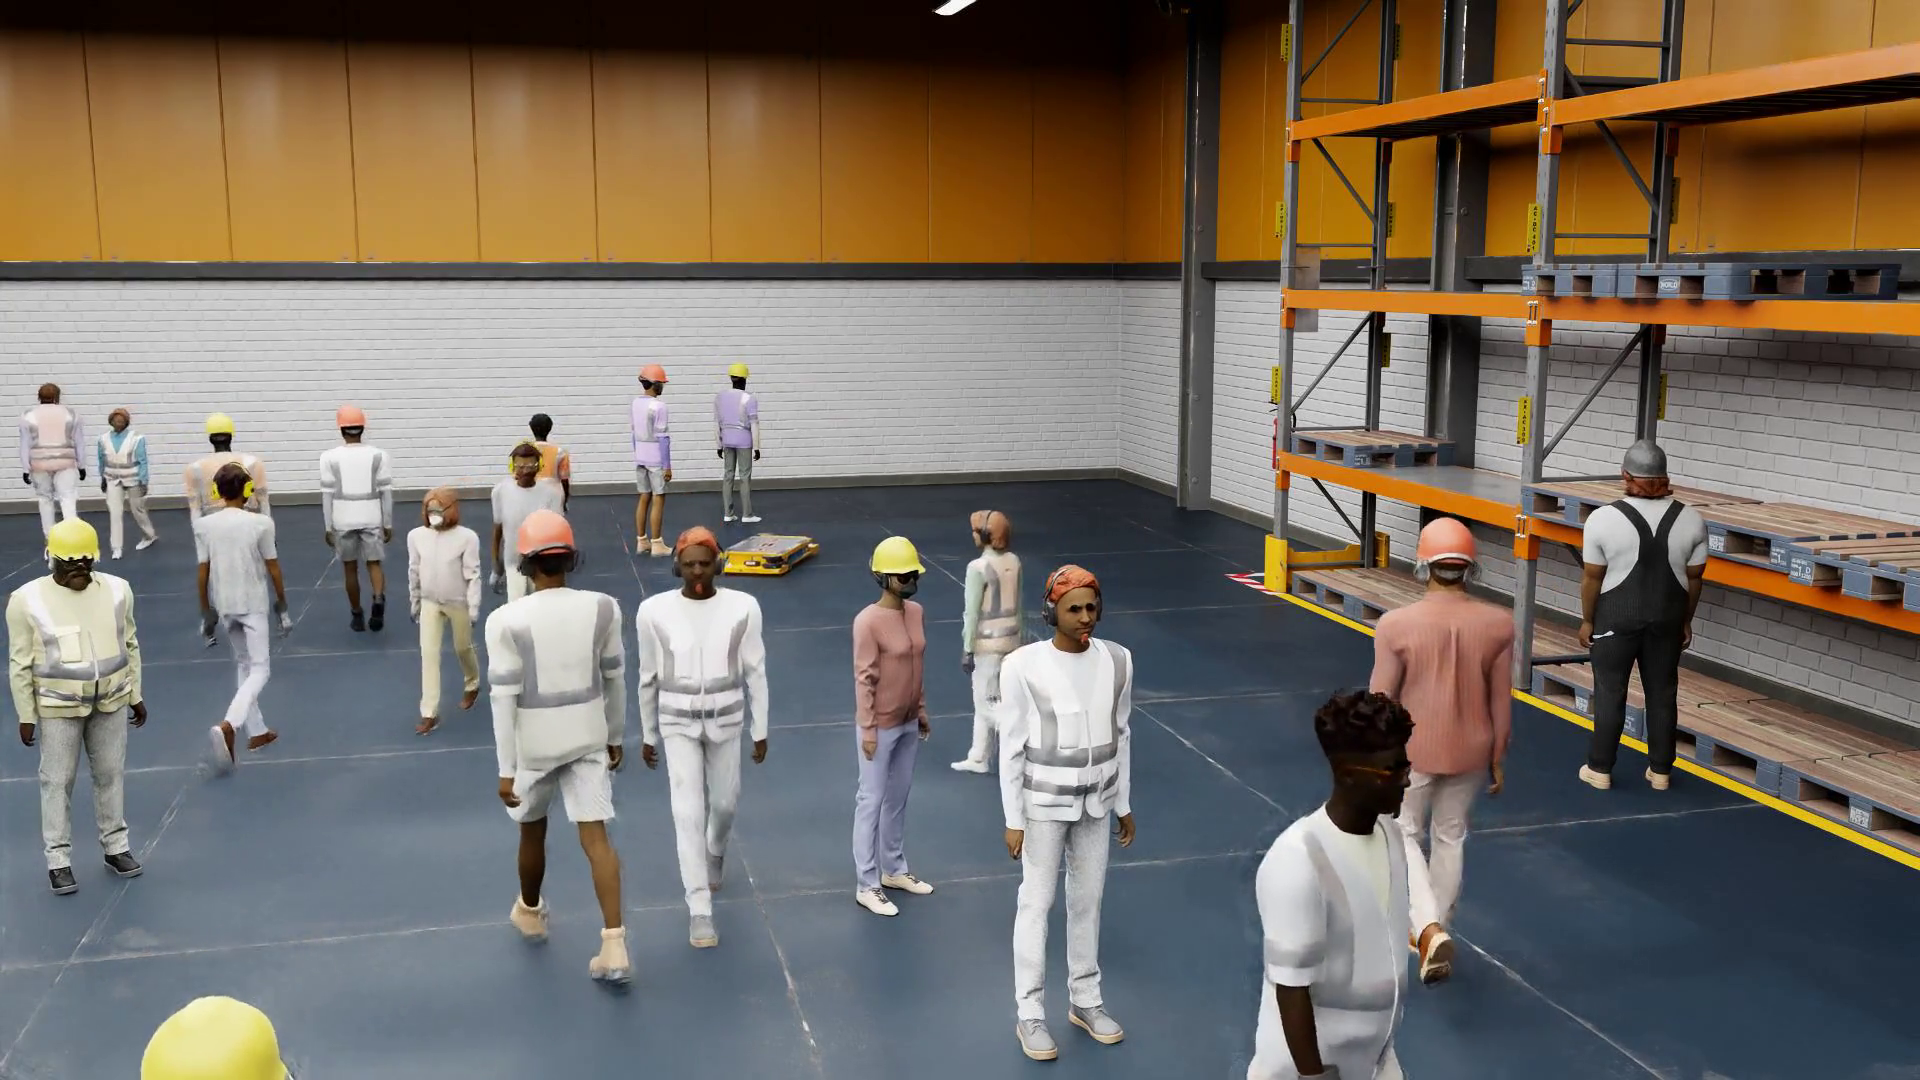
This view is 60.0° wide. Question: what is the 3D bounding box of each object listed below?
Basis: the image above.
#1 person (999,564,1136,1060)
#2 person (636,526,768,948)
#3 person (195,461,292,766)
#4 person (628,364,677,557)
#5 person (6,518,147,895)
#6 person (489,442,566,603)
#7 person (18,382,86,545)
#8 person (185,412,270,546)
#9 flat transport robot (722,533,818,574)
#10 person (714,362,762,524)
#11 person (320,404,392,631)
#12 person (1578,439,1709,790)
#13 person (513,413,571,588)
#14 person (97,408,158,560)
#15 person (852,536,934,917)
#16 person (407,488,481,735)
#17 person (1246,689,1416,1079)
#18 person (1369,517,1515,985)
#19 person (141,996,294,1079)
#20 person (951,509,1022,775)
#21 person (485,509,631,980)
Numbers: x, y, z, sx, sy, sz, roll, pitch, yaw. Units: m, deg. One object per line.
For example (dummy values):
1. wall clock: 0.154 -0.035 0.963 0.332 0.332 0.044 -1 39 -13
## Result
1. person: 0.418 1.030 6.385 0.576 1.882 0.355 -5 10 -27
2. person: -1.183 0.841 7.664 0.584 1.858 0.860 -2 9 -12
3. person: -4.420 0.447 10.183 0.524 1.843 0.801 1 9 5
4. person: -3.229 -0.841 17.593 0.394 2.034 0.607 -9 13 -43
5. person: -4.265 0.788 8.086 0.403 1.819 0.600 8 12 41
6. person: -3.057 0.212 11.728 0.530 1.806 1.015 -2 9 -14
7. person: -9.816 -0.799 18.018 0.636 1.814 0.772 -6 11 -33
8. person: -5.762 -0.054 13.119 0.605 1.896 0.811 -2 9 -13
9. flat transport robot: -1.953 0.132 16.997 0.652 0.197 1.431 2 9 11
10. person: -2.650 -1.159 19.911 0.593 1.925 0.384 4 10 23
11. person: -4.958 -0.159 13.709 0.544 1.922 0.653 -4 10 -25
12. person: 3.904 0.430 9.638 0.683 2.000 0.537 1 9 4
13. person: -3.901 -0.340 15.546 0.561 1.674 0.403 -4 10 -23
14. person: -8.841 -0.626 17.642 0.552 1.588 0.800 -1 9 -6
15. person: -0.308 0.857 7.828 0.320 1.769 0.523 6 11 31
16. person: -3.415 0.427 11.081 0.507 1.584 0.881 0 9 0
17. person: 0.966 1.324 4.458 0.600 1.926 1.009 -8 12 -42
18. person: 2.015 0.895 6.944 0.620 1.975 0.693 0 9 -2
19. person: -1.212 1.642 2.888 0.594 1.783 0.945 -3 10 -17
20. person: 0.244 0.626 9.713 0.668 1.619 0.521 5 10 30
21. person: -1.705 0.861 7.135 0.628 1.996 1.072 -6 11 -31
